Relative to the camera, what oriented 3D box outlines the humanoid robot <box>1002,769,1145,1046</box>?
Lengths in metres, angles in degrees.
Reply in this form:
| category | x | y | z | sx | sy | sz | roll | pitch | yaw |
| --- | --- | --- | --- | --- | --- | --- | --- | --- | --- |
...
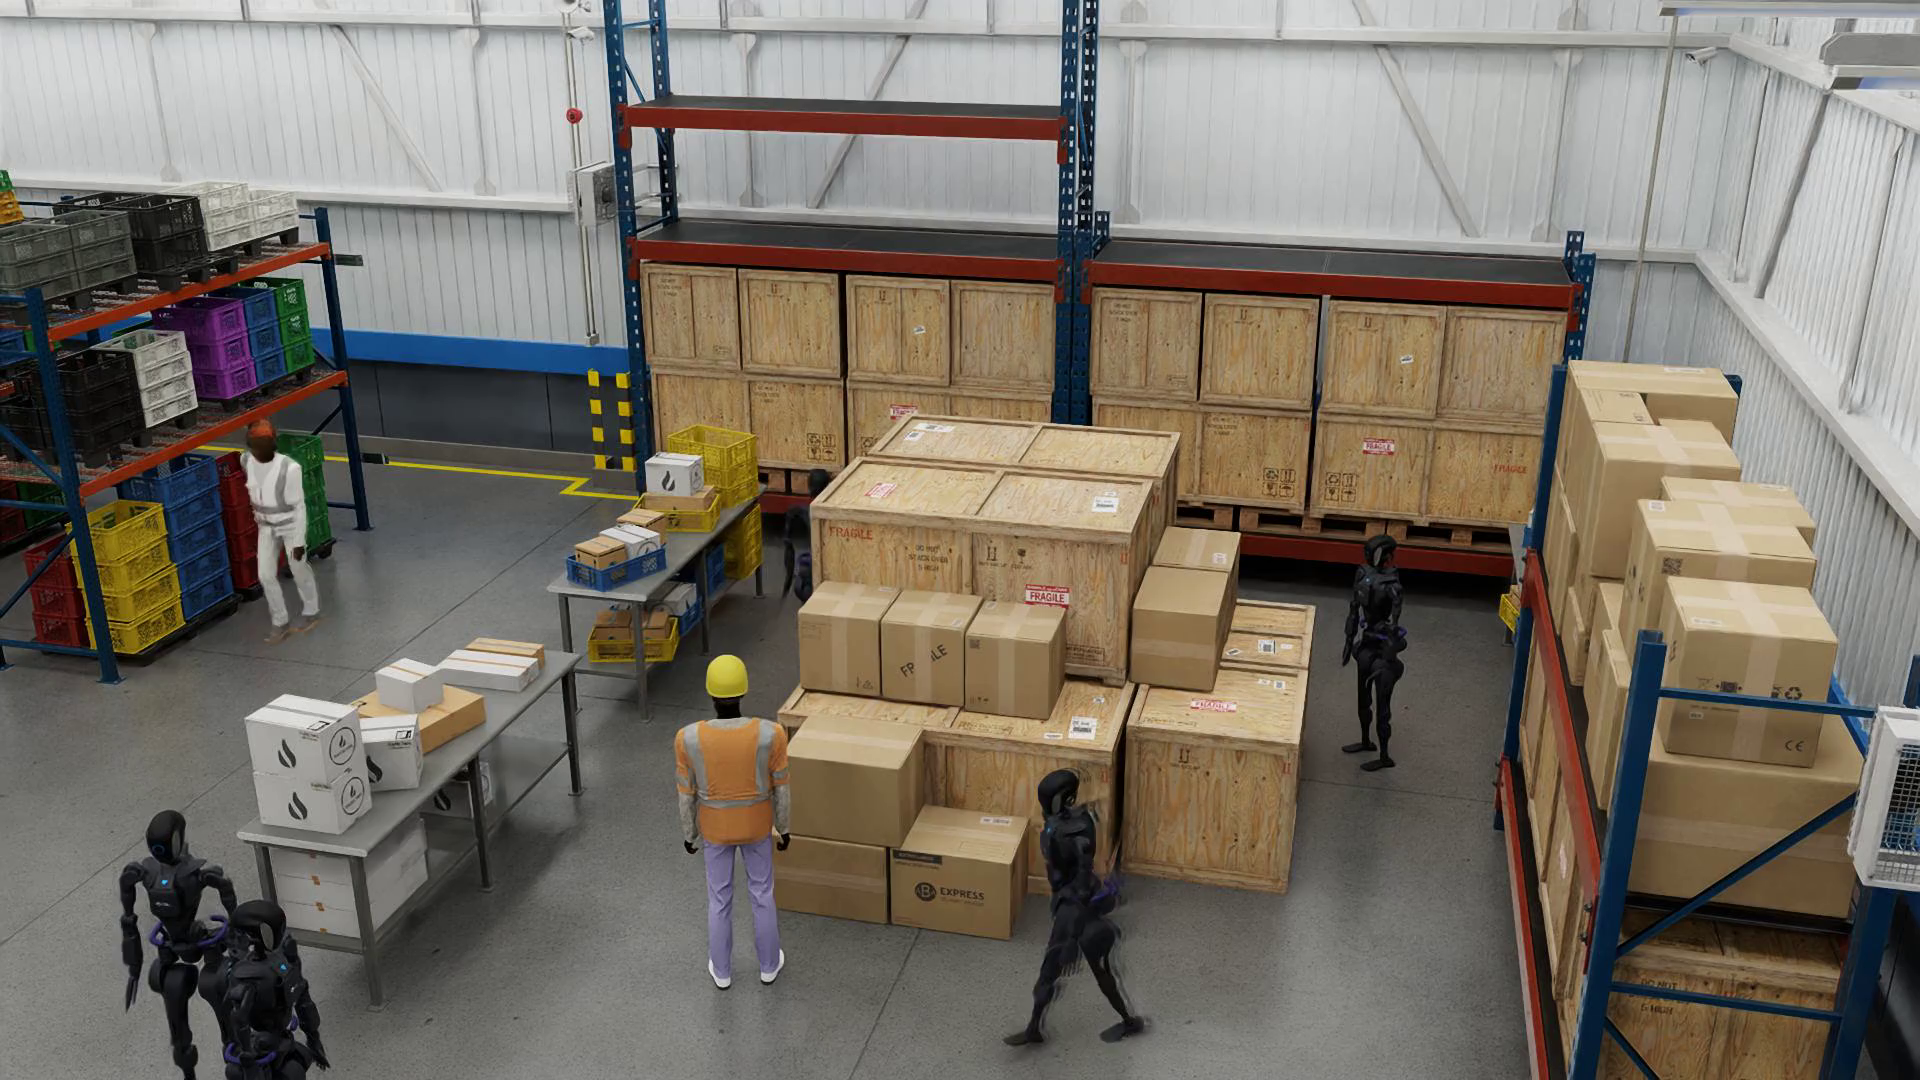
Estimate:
| category | x | y | z | sx | sy | sz | roll | pitch | yaw |
| --- | --- | --- | --- | --- | --- | --- | --- | --- | --- |
| humanoid robot | 0.605 | 1.847 | 8.312 | 0.757 | 1.628 | 0.555 | -10 | 23 | -25 |

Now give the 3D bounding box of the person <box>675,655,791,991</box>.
| category | x | y | z | sx | sy | sz | roll | pitch | yaw |
| --- | --- | --- | --- | --- | --- | --- | --- | --- | --- |
| person | -1.184 | 1.499 | 8.799 | 0.589 | 1.930 | 0.355 | -3 | 21 | -8 |

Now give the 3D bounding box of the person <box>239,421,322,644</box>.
| category | x | y | z | sx | sy | sz | roll | pitch | yaw |
| --- | --- | --- | --- | --- | --- | --- | --- | --- | --- |
| person | -5.319 | -0.075 | 13.040 | 0.597 | 1.835 | 0.700 | 6 | 22 | 15 |

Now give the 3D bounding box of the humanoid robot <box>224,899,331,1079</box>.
| category | x | y | z | sx | sy | sz | roll | pitch | yaw |
| --- | --- | --- | --- | --- | --- | --- | --- | --- | --- |
| humanoid robot | -2.931 | 2.270 | 7.134 | 0.340 | 1.649 | 0.584 | 2 | 21 | 5 |

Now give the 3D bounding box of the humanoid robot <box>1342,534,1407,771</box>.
| category | x | y | z | sx | sy | sz | roll | pitch | yaw |
| --- | --- | --- | --- | --- | --- | --- | --- | --- | --- |
| humanoid robot | 2.778 | 0.742 | 11.131 | 0.337 | 1.651 | 0.569 | -8 | 22 | -19 |

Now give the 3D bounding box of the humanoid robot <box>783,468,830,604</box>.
| category | x | y | z | sx | sy | sz | roll | pitch | yaw |
| --- | --- | --- | --- | --- | --- | --- | --- | --- | --- |
| humanoid robot | -1.019 | 0.264 | 12.389 | 0.634 | 1.648 | 0.410 | 1 | 21 | 3 |

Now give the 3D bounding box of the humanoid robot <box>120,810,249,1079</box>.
| category | x | y | z | sx | sy | sz | roll | pitch | yaw |
| --- | --- | --- | --- | --- | --- | --- | --- | --- | --- |
| humanoid robot | -3.625 | 2.009 | 7.823 | 0.587 | 1.656 | 0.340 | 1 | 21 | 1 |
